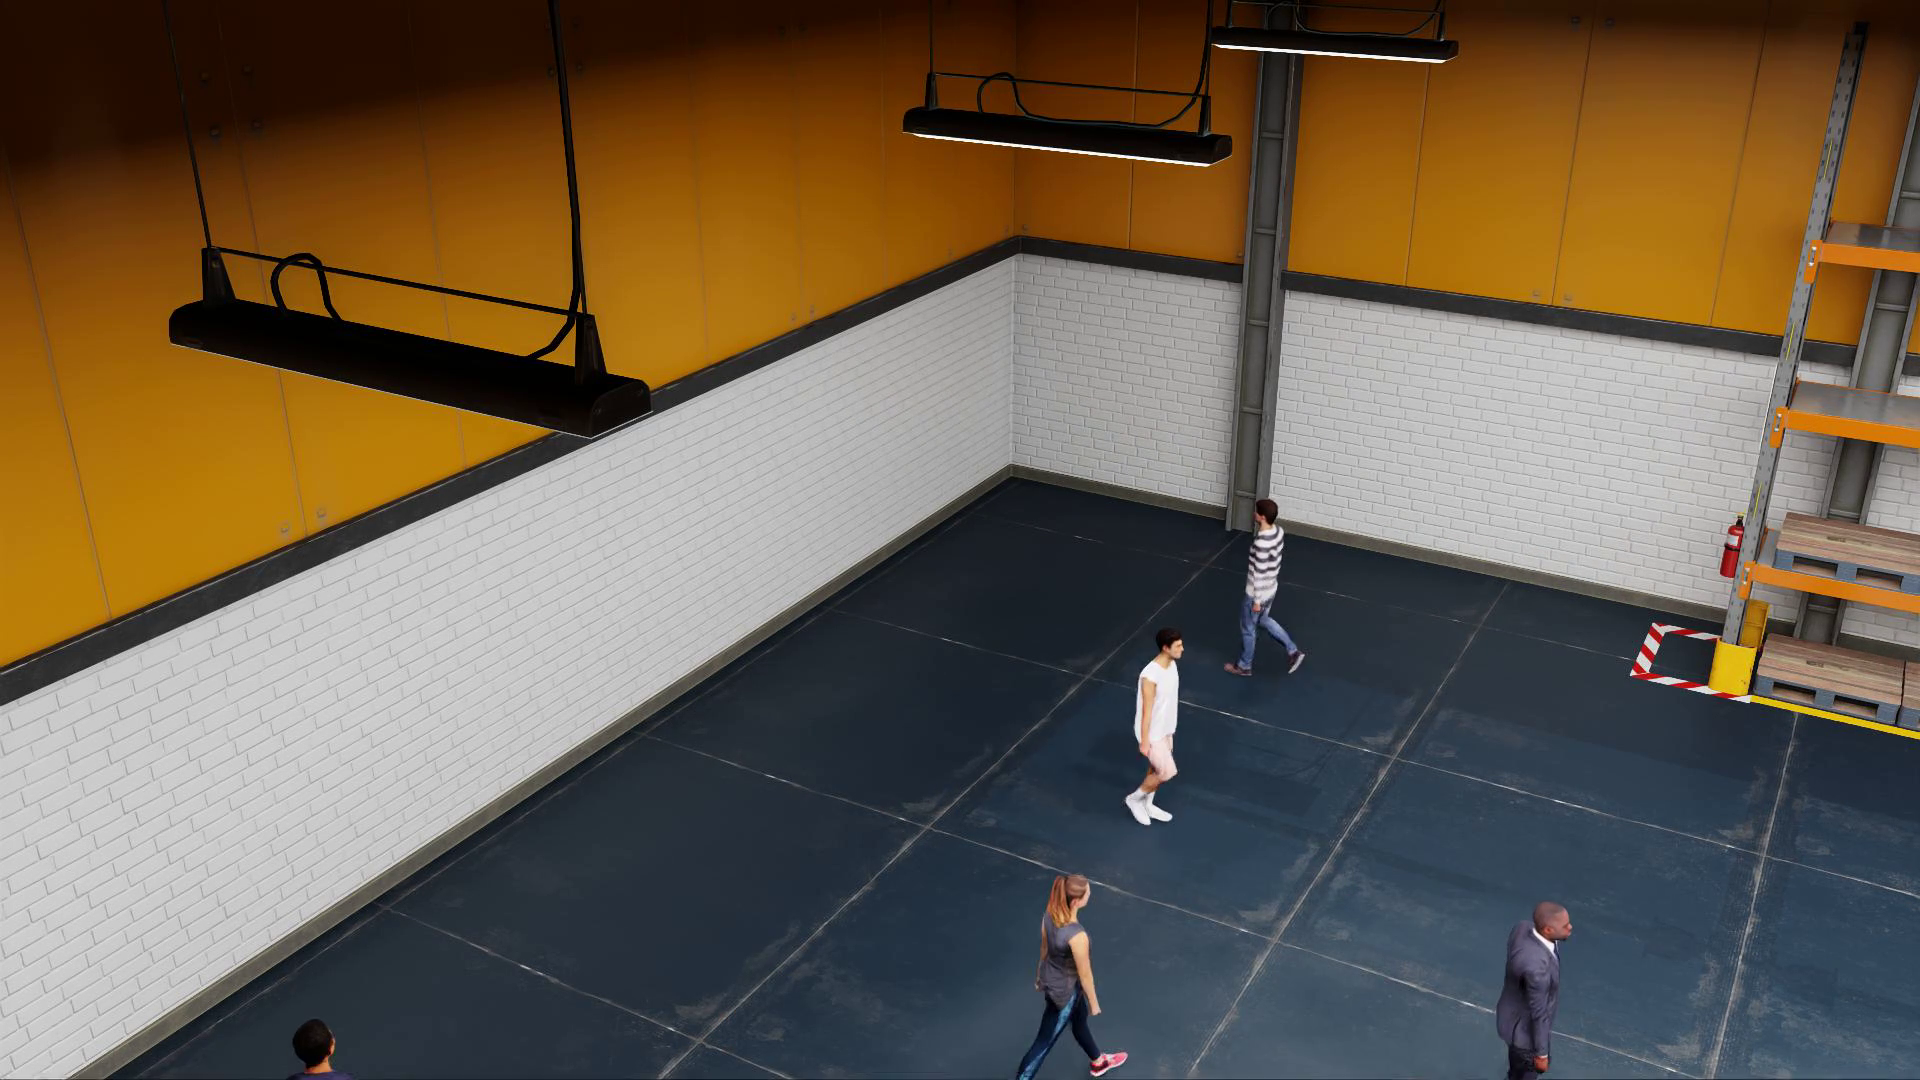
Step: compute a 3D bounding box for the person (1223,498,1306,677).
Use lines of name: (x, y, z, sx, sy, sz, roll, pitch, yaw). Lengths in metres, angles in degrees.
person: (2.925, 0.486, 15.654, 0.981, 1.834, 0.674, 14, 27, 29)

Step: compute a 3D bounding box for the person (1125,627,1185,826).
person: (1.509, 1.497, 13.418, 0.665, 1.772, 0.652, 13, 27, 27)

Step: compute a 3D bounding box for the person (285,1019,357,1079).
person: (-3.394, 3.438, 9.006, 1.212, 1.750, 1.041, 2, 24, 5)

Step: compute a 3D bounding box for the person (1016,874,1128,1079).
person: (0.569, 2.874, 10.396, 1.095, 1.669, 1.170, -11, 26, -23)

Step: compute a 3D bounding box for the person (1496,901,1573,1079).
person: (3.356, 2.935, 10.084, 0.724, 1.808, 0.778, 5, 24, 11)
